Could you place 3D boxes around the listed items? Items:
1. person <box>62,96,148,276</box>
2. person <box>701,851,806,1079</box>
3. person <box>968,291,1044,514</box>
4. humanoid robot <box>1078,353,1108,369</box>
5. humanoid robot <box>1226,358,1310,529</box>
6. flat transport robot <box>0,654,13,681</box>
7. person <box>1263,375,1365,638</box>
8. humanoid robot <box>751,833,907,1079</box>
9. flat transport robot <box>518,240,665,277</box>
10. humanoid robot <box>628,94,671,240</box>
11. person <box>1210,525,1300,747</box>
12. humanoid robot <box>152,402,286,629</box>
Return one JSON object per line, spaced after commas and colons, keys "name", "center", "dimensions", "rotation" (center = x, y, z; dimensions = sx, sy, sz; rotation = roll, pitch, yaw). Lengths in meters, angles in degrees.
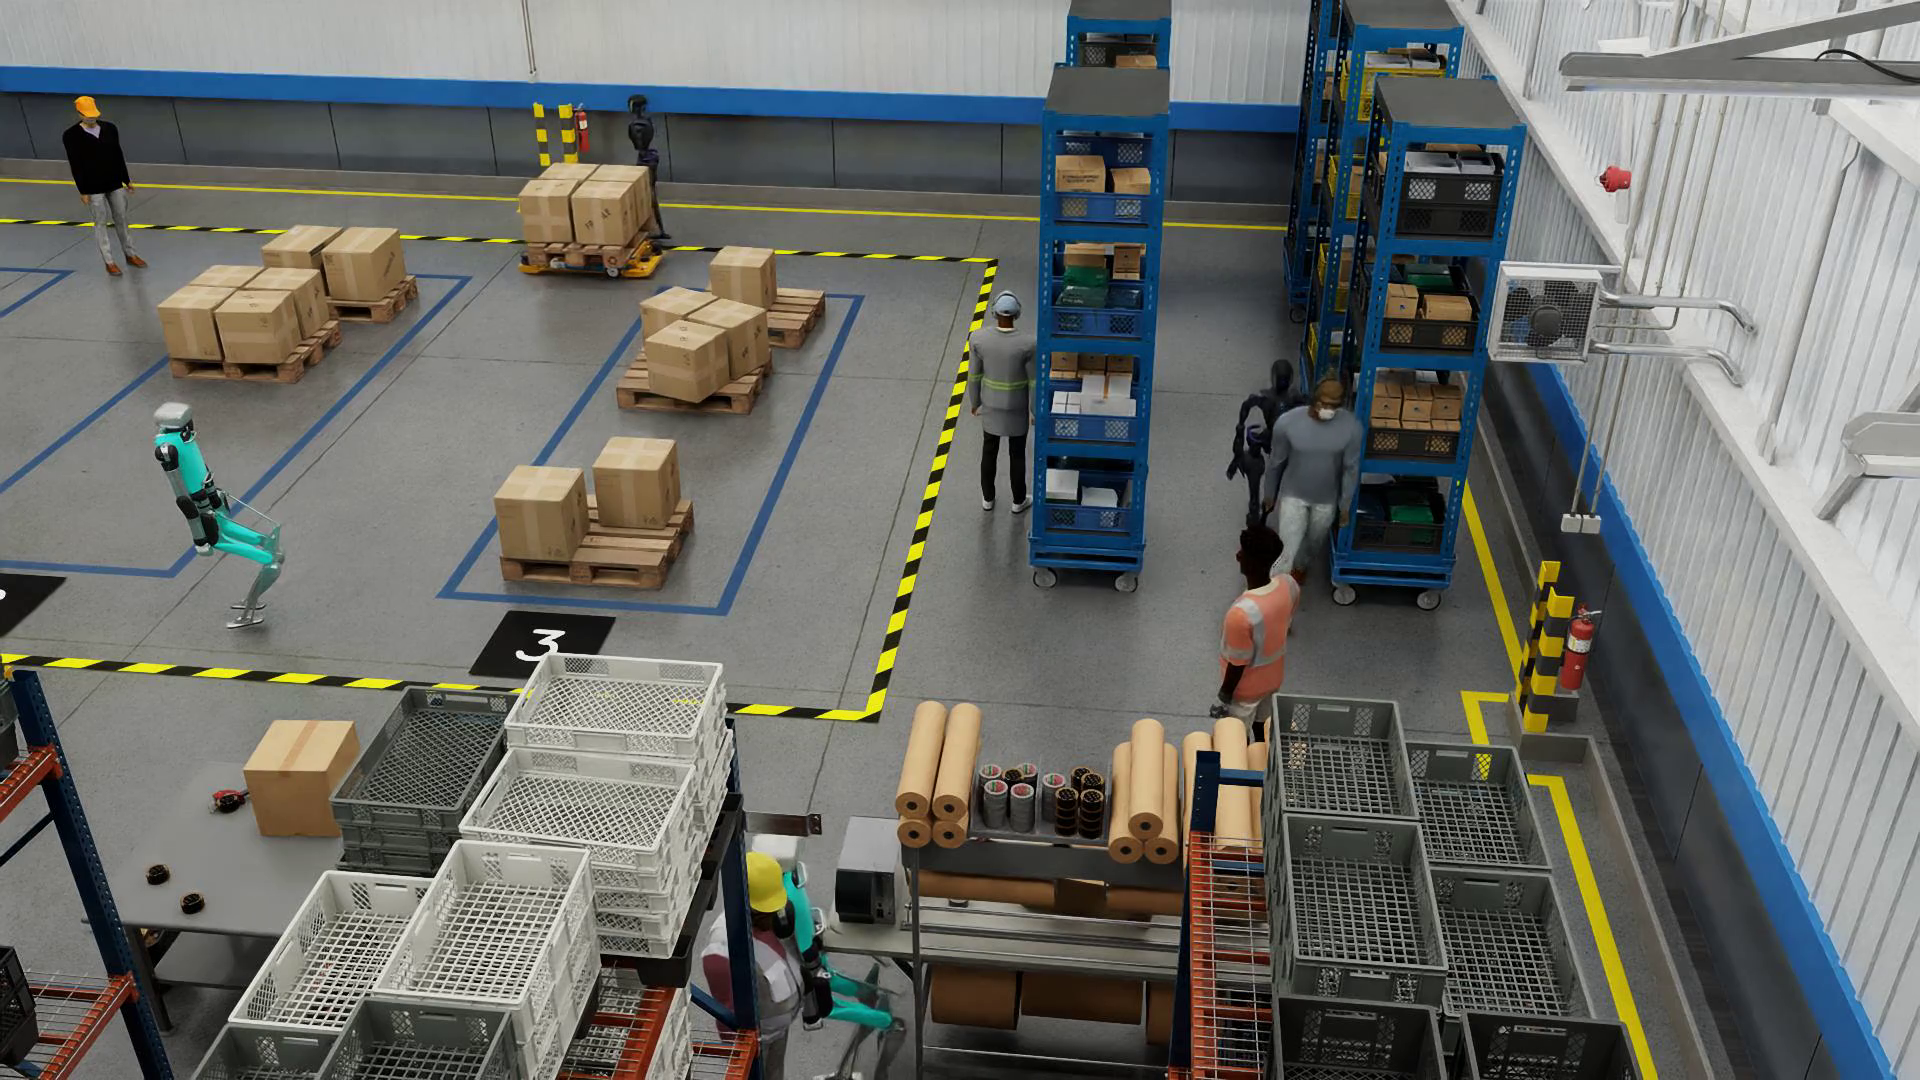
{"name": "person", "center": [-8.990, -3.730, 17.482], "dimensions": [0.382, 1.878, 0.585], "rotation": [20, 36, 31]}
{"name": "person", "center": [-0.886, 2.123, 7.477], "dimensions": [0.404, 1.827, 0.590], "rotation": [12, 32, 20]}
{"name": "person", "center": [0.360, -1.070, 12.936], "dimensions": [0.596, 1.852, 0.361], "rotation": [8, 31, 13]}
{"name": "humanoid robot", "center": [1.032, -1.367, 13.633], "dimensions": [0.627, 1.641, 0.373], "rotation": [0, 30, 1]}
{"name": "humanoid robot", "center": [2.316, -0.651, 12.436], "dimensions": [0.609, 1.618, 0.671], "rotation": [-3, 30, -4]}
{"name": "flat transport robot", "center": [-7.142, 0.969, 11.010], "dimensions": [1.431, 0.231, 0.659], "rotation": [3, 30, 6]}
{"name": "person", "center": [2.437, -0.343, 11.645], "dimensions": [0.630, 1.903, 0.879], "rotation": [-1, 30, -1]}
{"name": "humanoid robot", "center": [-0.515, 2.009, 7.742], "dimensions": [0.855, 1.734, 0.565], "rotation": [-5, 31, -9]}
{"name": "flat transport robot", "center": [-3.964, -3.066, 17.912], "dimensions": [1.431, 0.197, 0.652], "rotation": [3, 30, 6]}
{"name": "humanoid robot", "center": [-3.485, -4.078, 18.279], "dimensions": [0.463, 1.644, 0.602], "rotation": [-2, 30, -3]}
{"name": "person", "center": [1.673, 0.791, 9.629], "dimensions": [0.367, 1.966, 0.601], "rotation": [24, 38, 35]}
{"name": "humanoid robot", "center": [-4.974, -0.177, 11.385], "dimensions": [0.735, 1.677, 0.533], "rotation": [-5, 31, -8]}
